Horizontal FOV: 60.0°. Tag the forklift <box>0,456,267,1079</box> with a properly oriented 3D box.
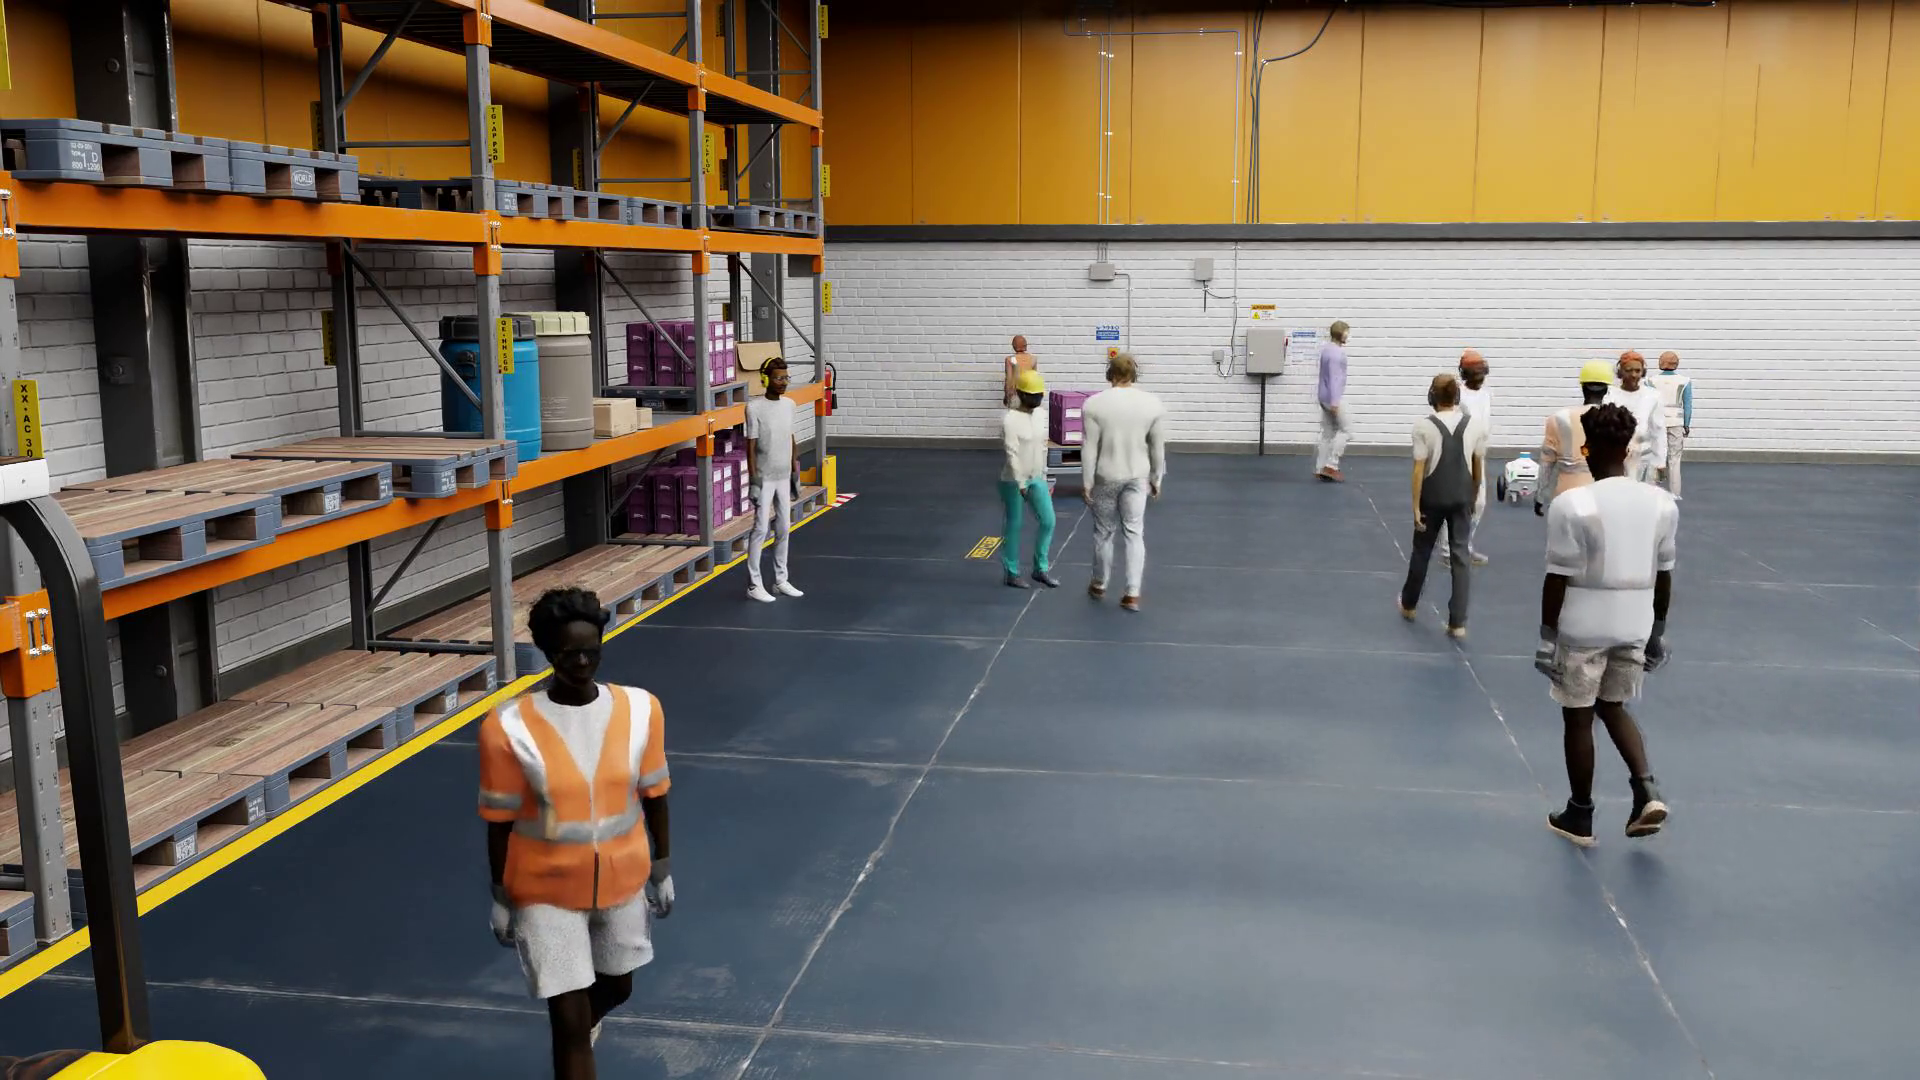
[{"bbox_3d":[-2.328,0.975,2.765,2.313,2.155,1.214,1,9,9],"label":"forklift"}]

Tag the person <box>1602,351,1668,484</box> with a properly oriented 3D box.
[{"bbox_3d":[5.466,-0.602,13.553,0.573,1.849,0.848,0,9,-1],"label":"person"}]

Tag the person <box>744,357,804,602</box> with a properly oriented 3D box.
[{"bbox_3d":[-1.419,-0.459,12.654,0.318,1.860,0.509,8,12,40],"label":"person"}]

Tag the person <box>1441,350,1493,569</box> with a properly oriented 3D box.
[{"bbox_3d":[4.208,-0.659,13.881,0.618,1.854,0.438,-7,12,-37],"label":"person"}]

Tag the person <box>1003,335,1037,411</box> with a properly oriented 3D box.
[{"bbox_3d":[0.815,-1.938,22.445,0.523,1.636,0.310,-6,11,-31],"label":"person"}]

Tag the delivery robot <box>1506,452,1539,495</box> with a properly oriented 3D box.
[{"bbox_3d":[6.050,-0.699,17.841,0.477,0.478,0.707,2,9,15],"label":"delivery robot"}]

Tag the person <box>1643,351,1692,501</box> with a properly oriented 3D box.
[{"bbox_3d":[7.674,-1.233,18.094,0.514,1.639,0.309,4,10,25],"label":"person"}]

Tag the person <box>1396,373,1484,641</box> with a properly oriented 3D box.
[{"bbox_3d":[3.356,-0.254,11.567,0.538,1.796,0.963,0,9,0],"label":"person"}]

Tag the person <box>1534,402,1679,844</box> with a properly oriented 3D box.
[{"bbox_3d":[2.795,0.387,7.184,0.607,1.943,0.471,-3,10,-15],"label":"person"}]

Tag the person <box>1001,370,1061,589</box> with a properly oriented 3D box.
[{"bbox_3d":[0.535,-0.460,13.004,0.541,1.738,0.555,-8,12,-40],"label":"person"}]

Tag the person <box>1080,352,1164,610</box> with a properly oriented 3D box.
[{"bbox_3d":[1.198,-0.447,12.434,0.652,1.904,0.842,-1,9,-7],"label":"person"}]

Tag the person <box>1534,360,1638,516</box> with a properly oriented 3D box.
[{"bbox_3d":[4.314,-0.290,11.503,0.611,1.893,0.830,2,9,12],"label":"person"}]

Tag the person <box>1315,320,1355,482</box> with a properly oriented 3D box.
[{"bbox_3d":[4.460,-1.630,19.661,0.512,1.921,0.658,1,9,5],"label":"person"}]

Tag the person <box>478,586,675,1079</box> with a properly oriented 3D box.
[{"bbox_3d":[-1.076,0.933,4.643,0.537,1.673,0.758,-5,11,-30],"label":"person"}]
